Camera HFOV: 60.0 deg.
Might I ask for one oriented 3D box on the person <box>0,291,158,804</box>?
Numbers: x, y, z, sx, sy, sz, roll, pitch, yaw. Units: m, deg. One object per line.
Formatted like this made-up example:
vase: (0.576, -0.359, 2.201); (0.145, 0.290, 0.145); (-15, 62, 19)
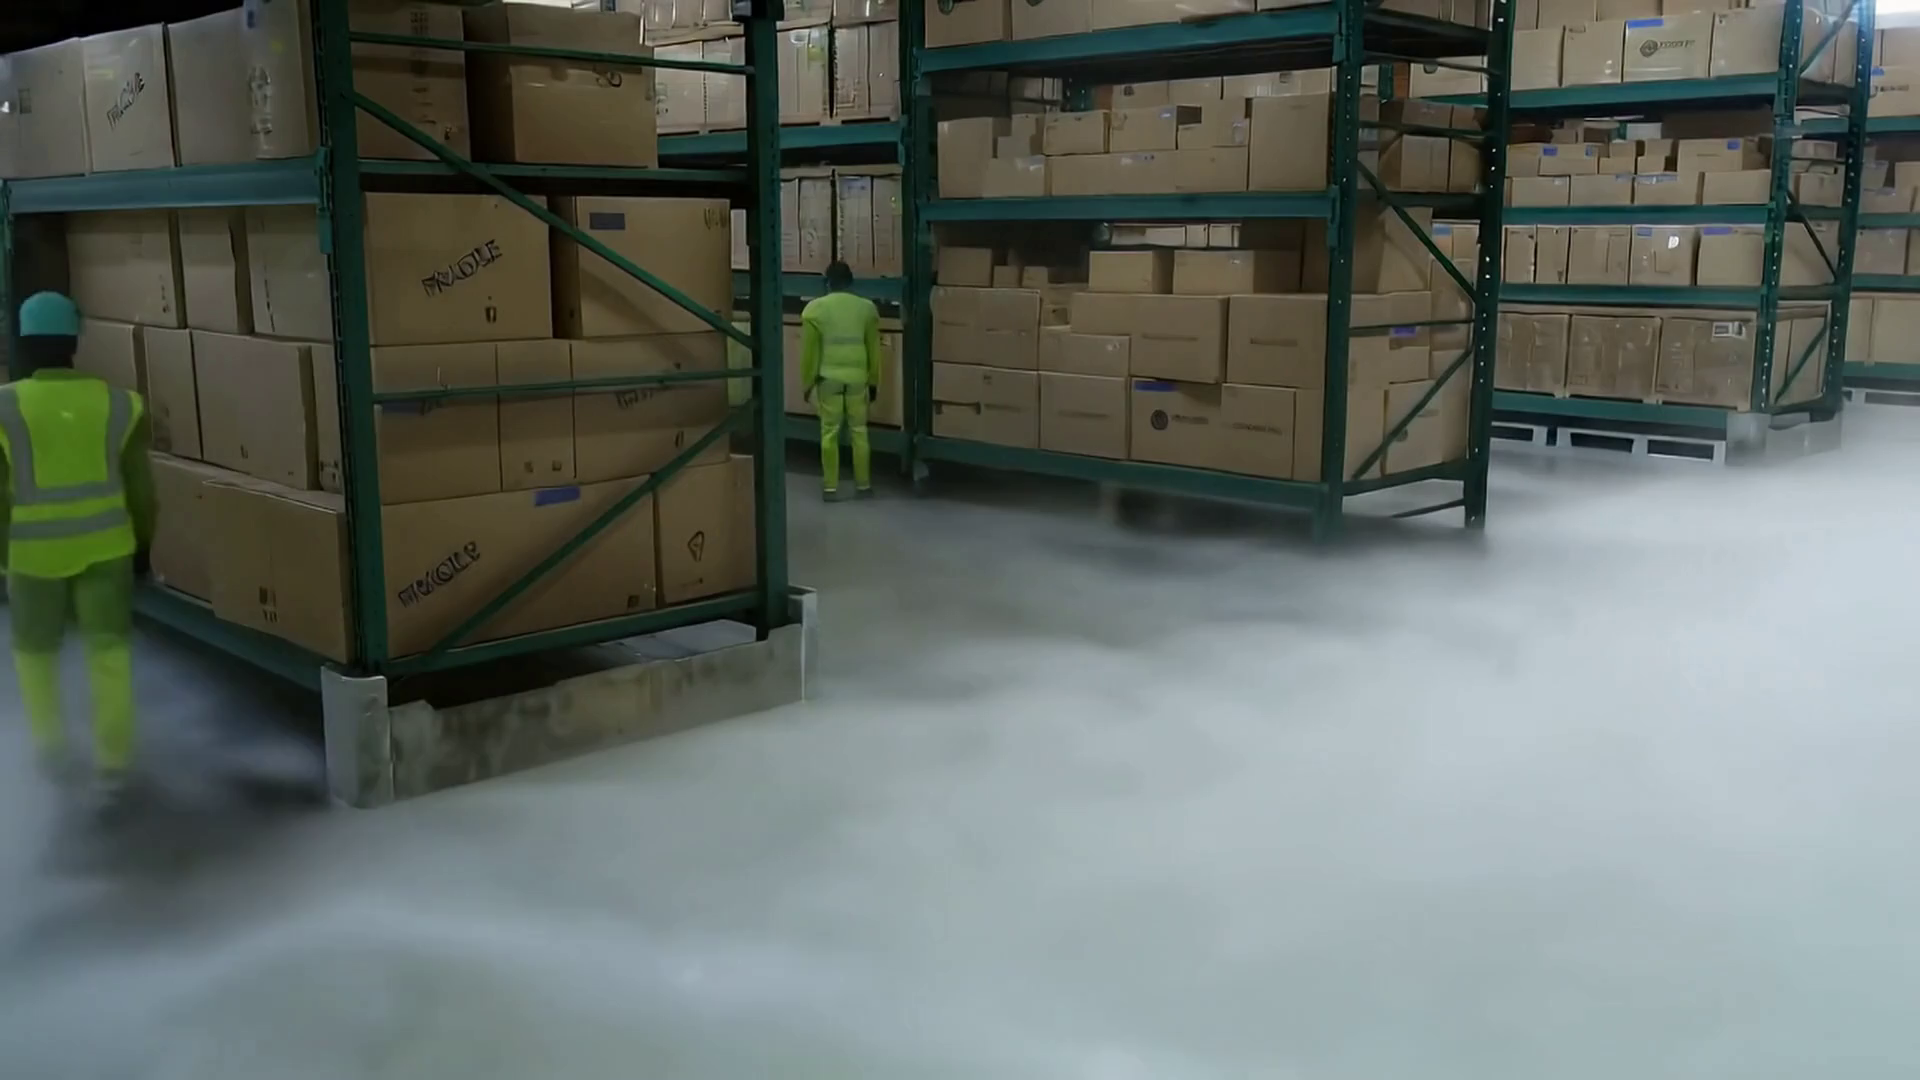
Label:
person: (-3.429, 0.017, 6.377); (0.639, 1.914, 0.814); (-9, 13, -39)

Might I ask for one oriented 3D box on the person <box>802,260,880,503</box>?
person: (-0.949, -1.261, 13.304); (0.635, 1.936, 0.355); (-3, 11, -16)
